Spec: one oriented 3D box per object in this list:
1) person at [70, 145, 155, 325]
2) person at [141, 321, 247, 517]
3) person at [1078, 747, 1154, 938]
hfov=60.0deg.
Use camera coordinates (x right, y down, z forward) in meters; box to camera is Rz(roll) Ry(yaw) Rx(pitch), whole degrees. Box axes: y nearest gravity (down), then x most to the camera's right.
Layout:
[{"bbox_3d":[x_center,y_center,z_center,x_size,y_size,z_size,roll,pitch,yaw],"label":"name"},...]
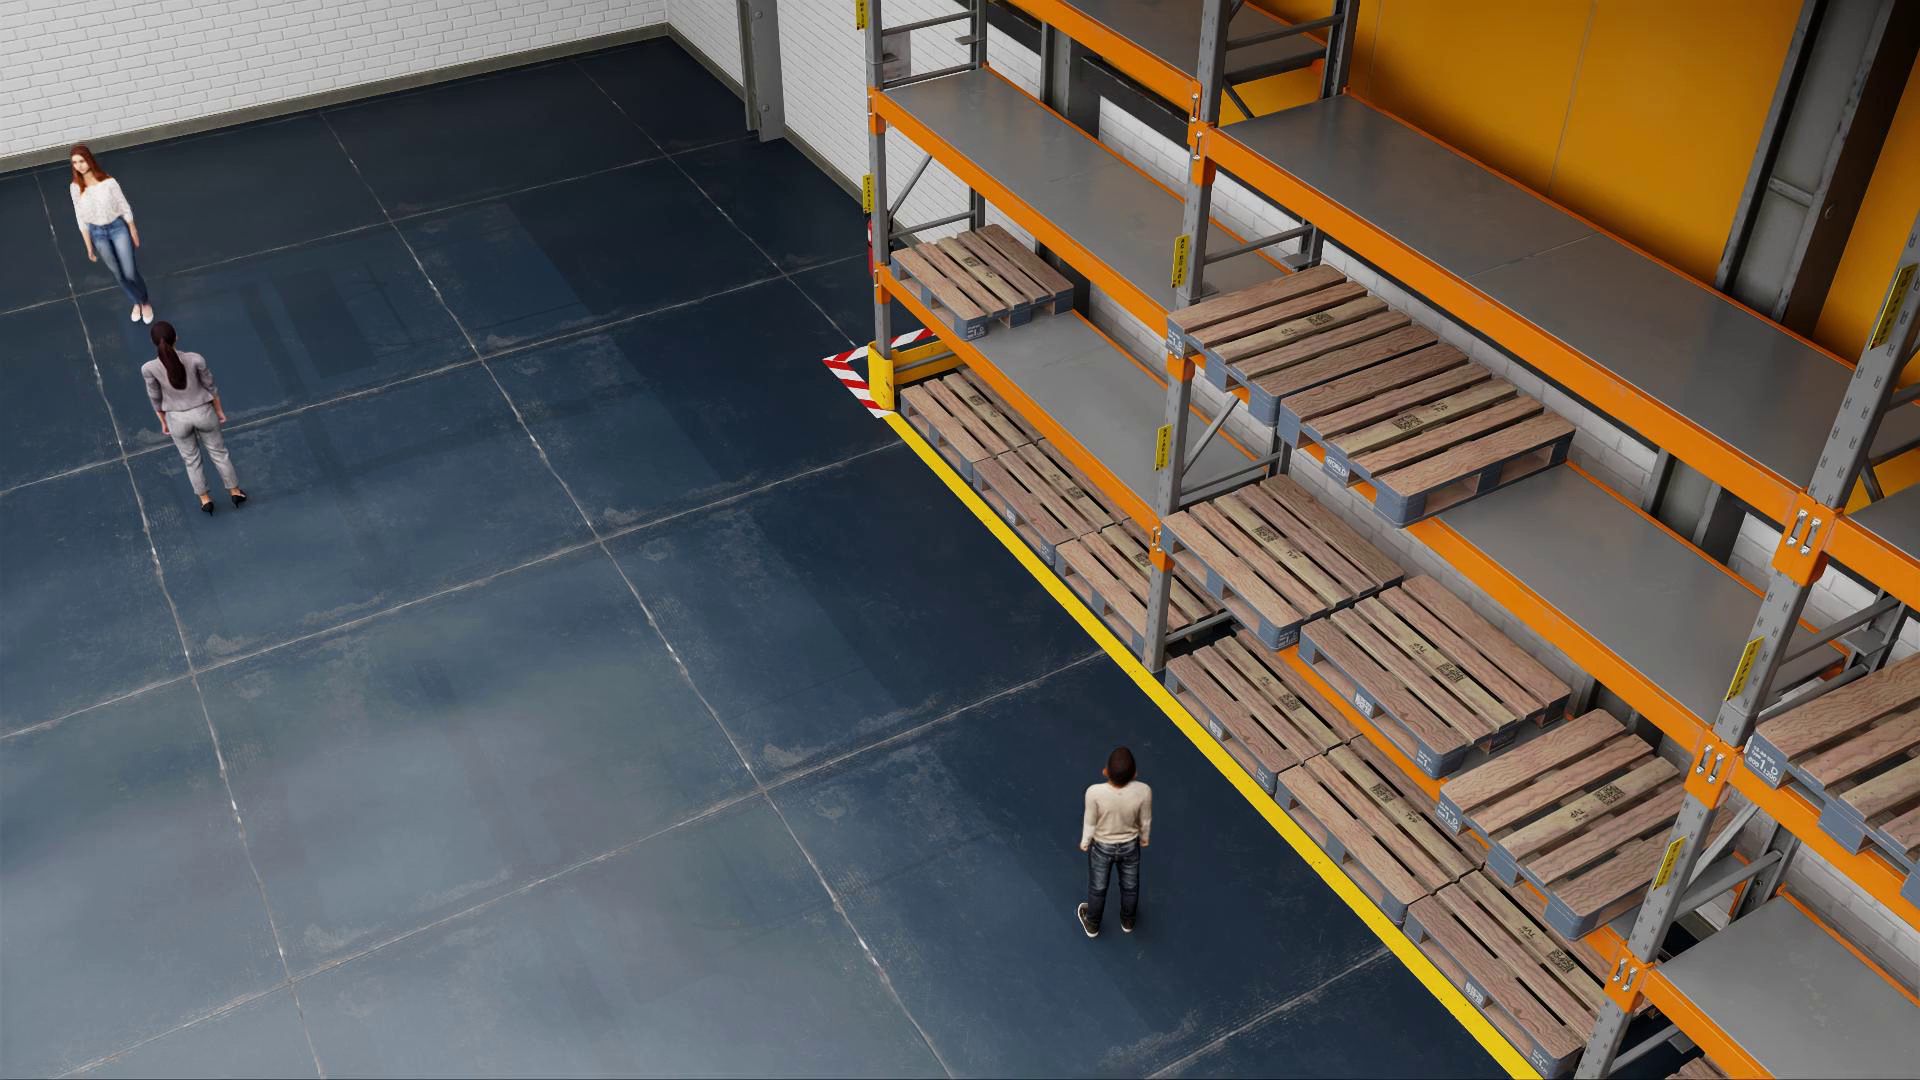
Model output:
[{"bbox_3d":[-7.612,-2.772,14.927,0.683,1.714,0.729,-6,39,-7],"label":"person"},{"bbox_3d":[-5.836,-0.916,12.633,0.635,1.677,0.593,-17,41,-20],"label":"person"},{"bbox_3d":[0.885,1.728,9.492,0.625,1.465,0.628,-3,39,-4],"label":"person"}]
